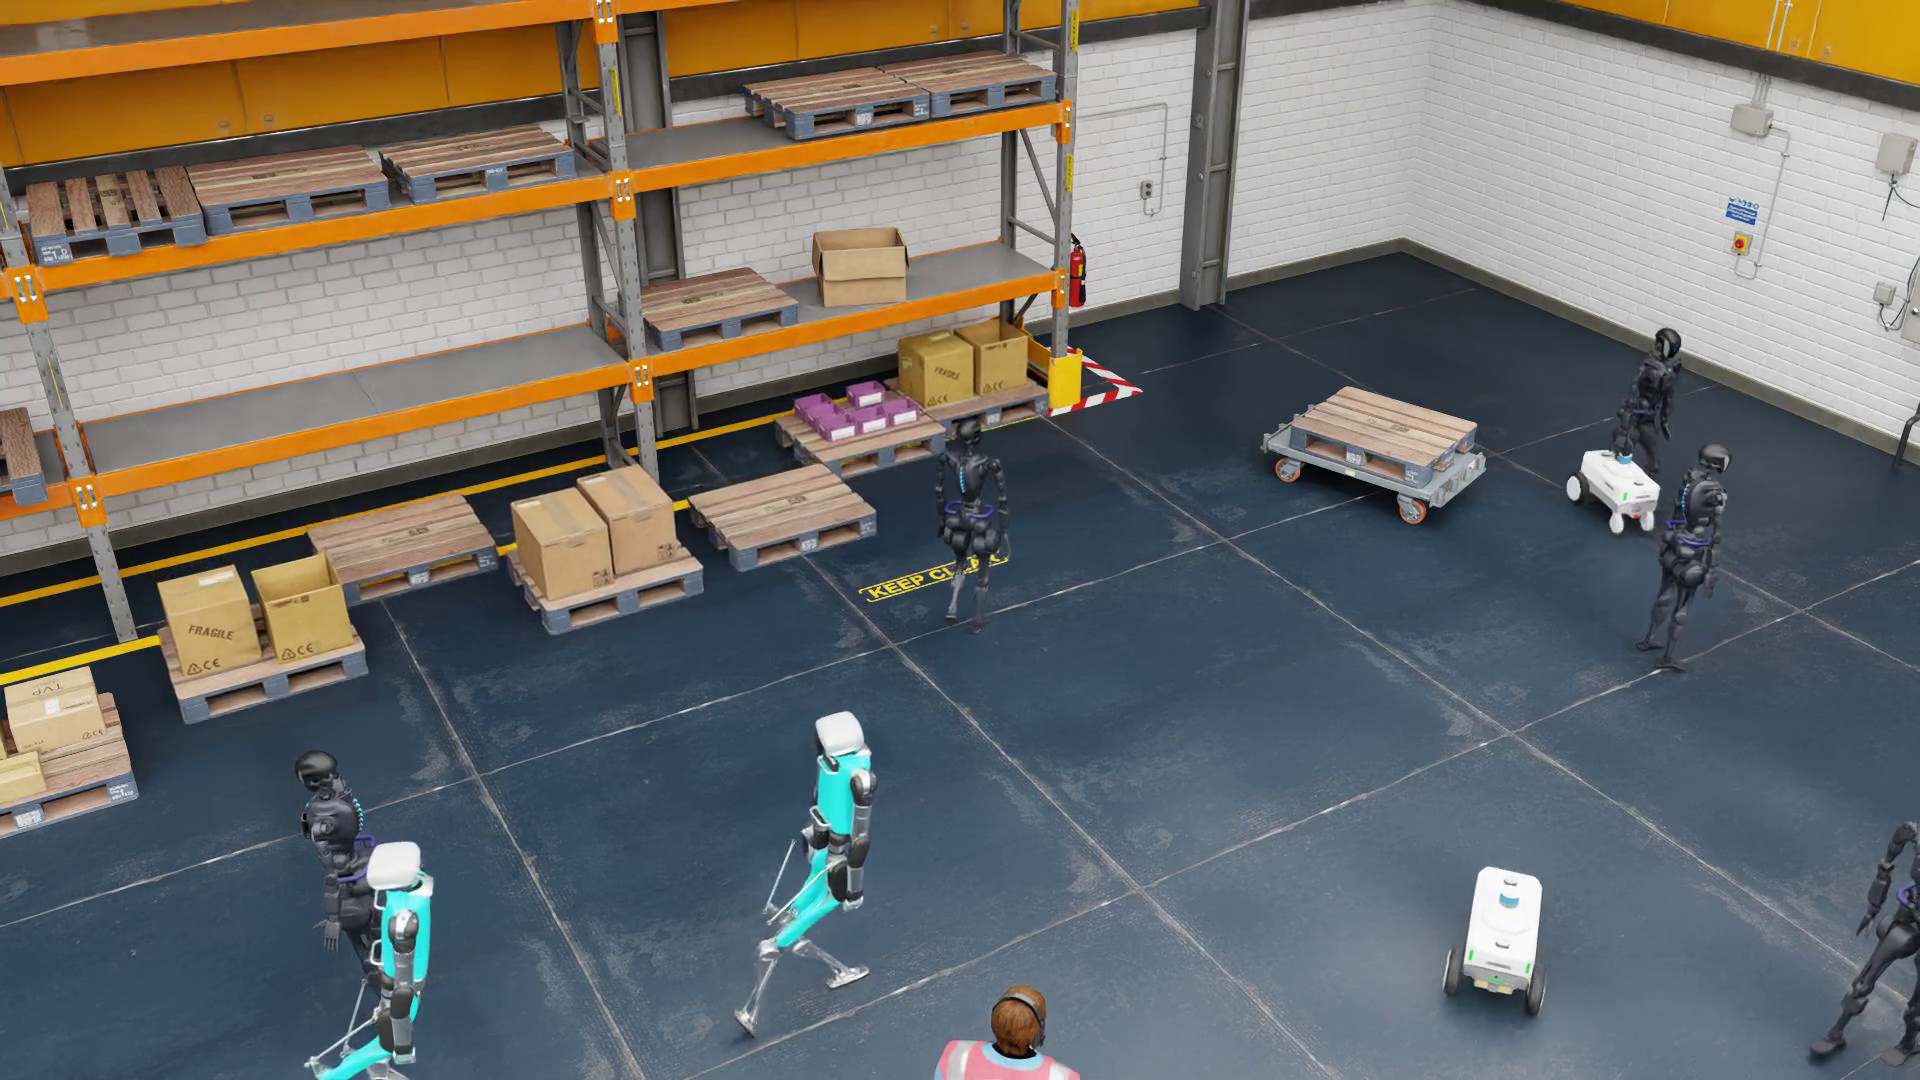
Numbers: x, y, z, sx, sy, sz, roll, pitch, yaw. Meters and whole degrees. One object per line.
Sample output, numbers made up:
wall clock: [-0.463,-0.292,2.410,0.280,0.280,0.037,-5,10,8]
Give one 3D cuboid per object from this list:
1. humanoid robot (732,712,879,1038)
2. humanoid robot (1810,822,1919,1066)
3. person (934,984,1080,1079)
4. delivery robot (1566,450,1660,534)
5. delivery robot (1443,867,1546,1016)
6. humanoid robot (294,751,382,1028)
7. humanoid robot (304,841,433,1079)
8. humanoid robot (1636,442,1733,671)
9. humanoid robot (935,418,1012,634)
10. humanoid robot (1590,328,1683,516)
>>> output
humanoid robot: [-0.887,1.735,8.423,0.961,1.770,0.544,-15,33,-25]
humanoid robot: [4.665,1.950,8.108,0.577,1.642,0.611,-15,33,-24]
person: [0.212,2.563,6.854,0.629,1.837,0.431,9,31,15]
delivery robot: [5.318,-0.437,13.477,0.499,0.614,0.804,-5,30,-9]
delivery robot: [2.909,2.112,8.926,0.499,0.576,0.768,10,31,18]
humanoid robot: [-3.099,1.753,8.431,0.315,1.653,0.599,-4,30,-7]
humanoid robot: [-2.727,2.179,7.639,0.854,1.773,0.543,-6,30,-11]
humanoid robot: [4.995,0.090,11.379,0.333,1.664,0.600,-3,30,-5]
humanoid robot: [0.086,-0.095,11.709,0.585,1.642,0.376,12,32,20]
humanoid robot: [5.398,-0.940,13.212,0.589,1.636,0.420,-17,34,-28]
